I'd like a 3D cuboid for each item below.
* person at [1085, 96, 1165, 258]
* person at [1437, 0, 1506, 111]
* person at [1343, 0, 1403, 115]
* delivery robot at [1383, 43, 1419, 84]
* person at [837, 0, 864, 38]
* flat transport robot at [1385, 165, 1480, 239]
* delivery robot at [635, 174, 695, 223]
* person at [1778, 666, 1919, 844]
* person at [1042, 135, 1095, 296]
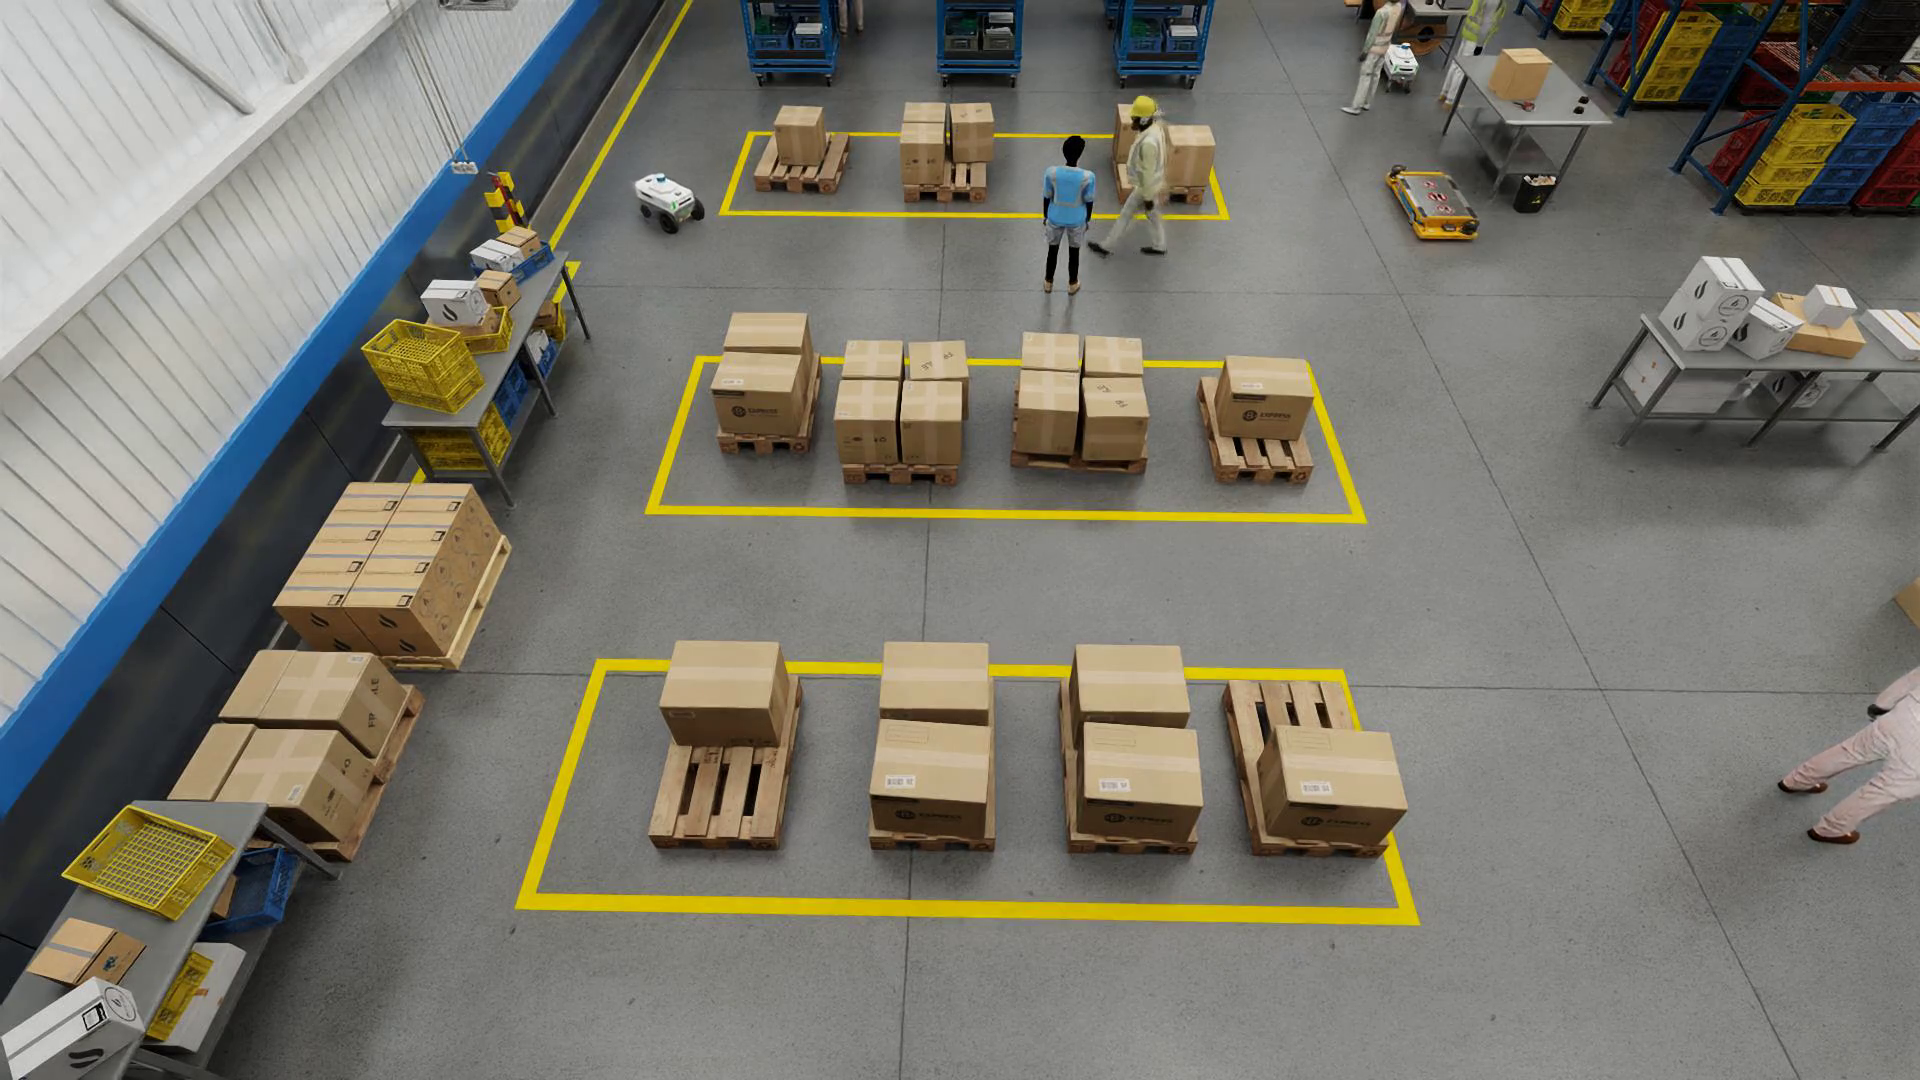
[{"bbox_3d":[1.902,-3.864,9.878,0.950,1.769,0.604,10,50,8],"label":"person"},{"bbox_3d":[6.985,-6.797,12.368,0.429,1.839,0.633,7,50,6],"label":"person"},{"bbox_3d":[5.593,-6.598,12.327,0.523,1.636,0.310,-30,56,-23],"label":"person"},{"bbox_3d":[6.373,-6.919,13.258,0.477,0.478,0.707,4,49,4],"label":"delivery robot"},{"bbox_3d":[-1.716,-8.796,14.009,0.625,1.980,0.410,-19,52,-15],"label":"person"},{"bbox_3d":[5.692,-4.094,11.059,0.652,0.197,1.431,1,49,1],"label":"flat transport robot"},{"bbox_3d":[-3.471,-4.061,10.784,0.707,0.478,0.477,30,55,23],"label":"delivery robot"},{"bbox_3d":[5.723,1.182,5.428,0.401,1.900,0.650,1,49,1],"label":"person"},{"bbox_3d":[1.101,-3.317,9.449,0.542,1.695,0.316,10,50,8],"label":"person"}]
